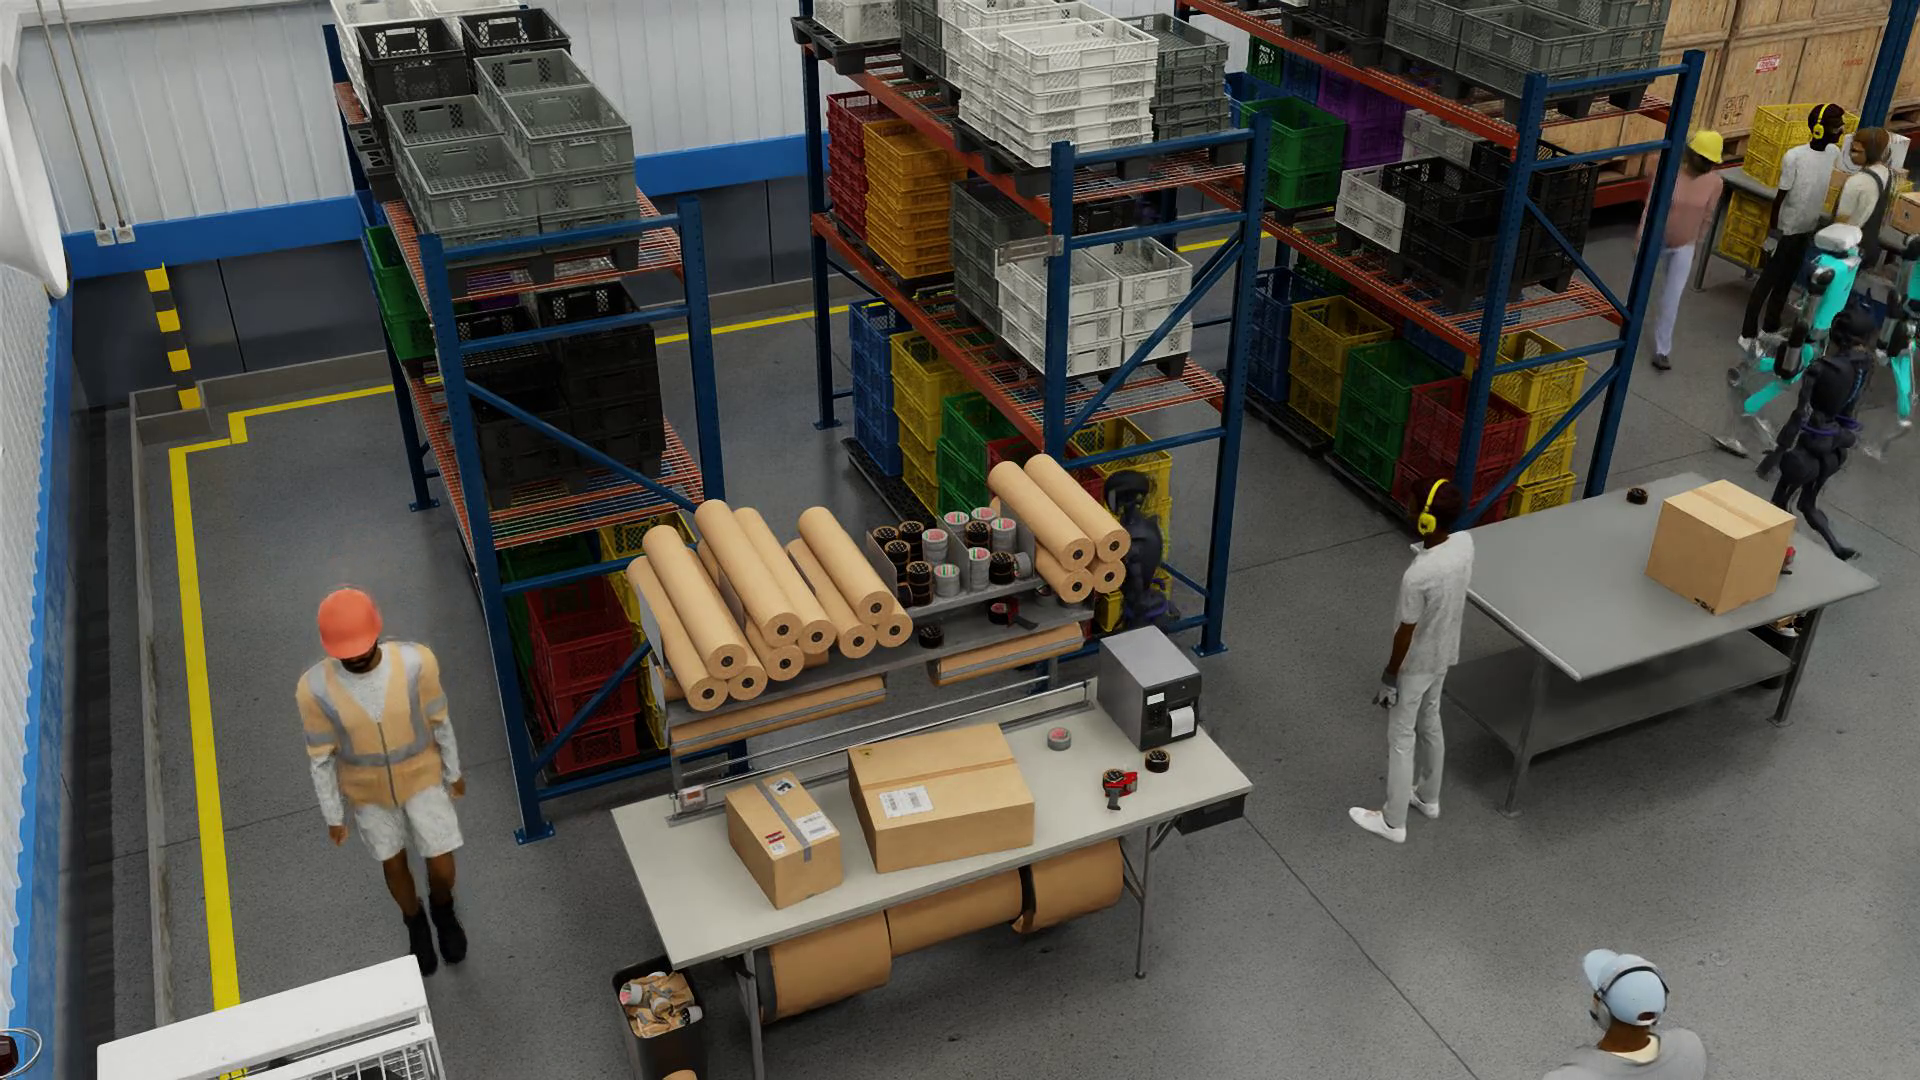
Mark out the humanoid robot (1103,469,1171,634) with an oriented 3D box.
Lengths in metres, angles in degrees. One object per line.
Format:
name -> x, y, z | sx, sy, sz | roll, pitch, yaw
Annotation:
humanoid robot -> 0.925, 0.418, 7.967 | 0.539, 1.629, 0.613 | 1, 32, 2

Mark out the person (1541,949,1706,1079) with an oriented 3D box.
person -> 1.940, 1.996, 5.220 | 0.596, 1.849, 0.394 | -12, 34, -19

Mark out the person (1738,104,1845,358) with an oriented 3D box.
person -> 6.073, -2.243, 12.081 | 0.523, 1.876, 0.324 | -13, 34, -20

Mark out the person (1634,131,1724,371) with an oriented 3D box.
person -> 5.167, -2.151, 12.088 | 0.541, 1.699, 0.952 | 6, 32, 10

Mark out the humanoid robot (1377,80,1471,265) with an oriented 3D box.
humanoid robot -> 3.790, -2.972, 13.463 | 0.613, 1.644, 0.483 | -5, 32, -8

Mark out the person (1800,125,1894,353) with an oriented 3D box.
person -> 6.293, -2.027, 11.774 | 0.560, 1.823, 0.599 | -19, 37, -28

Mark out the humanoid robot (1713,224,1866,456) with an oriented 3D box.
humanoid robot -> 5.194, -1.215, 10.551 | 0.579, 1.746, 0.987 | -25, 39, -34

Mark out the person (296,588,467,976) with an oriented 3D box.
person -> -2.307, 1.015, 6.747 | 0.562, 1.916, 0.453 | -11, 33, -17

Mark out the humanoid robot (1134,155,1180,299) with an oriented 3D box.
humanoid robot -> 1.449, -2.331, 12.455 | 0.768, 1.629, 0.596 | -9, 33, -14

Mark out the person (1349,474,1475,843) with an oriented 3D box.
person -> 2.086, 0.547, 7.569 | 0.503, 1.861, 0.338 | -27, 40, -36

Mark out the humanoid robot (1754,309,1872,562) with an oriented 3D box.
humanoid robot -> 4.905, -0.511, 9.466 | 0.591, 1.647, 0.542 | -16, 35, -24

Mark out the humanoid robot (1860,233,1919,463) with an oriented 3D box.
humanoid robot -> 6.154, -1.118, 10.418 | 0.539, 1.786, 0.941 | -1, 32, -2
